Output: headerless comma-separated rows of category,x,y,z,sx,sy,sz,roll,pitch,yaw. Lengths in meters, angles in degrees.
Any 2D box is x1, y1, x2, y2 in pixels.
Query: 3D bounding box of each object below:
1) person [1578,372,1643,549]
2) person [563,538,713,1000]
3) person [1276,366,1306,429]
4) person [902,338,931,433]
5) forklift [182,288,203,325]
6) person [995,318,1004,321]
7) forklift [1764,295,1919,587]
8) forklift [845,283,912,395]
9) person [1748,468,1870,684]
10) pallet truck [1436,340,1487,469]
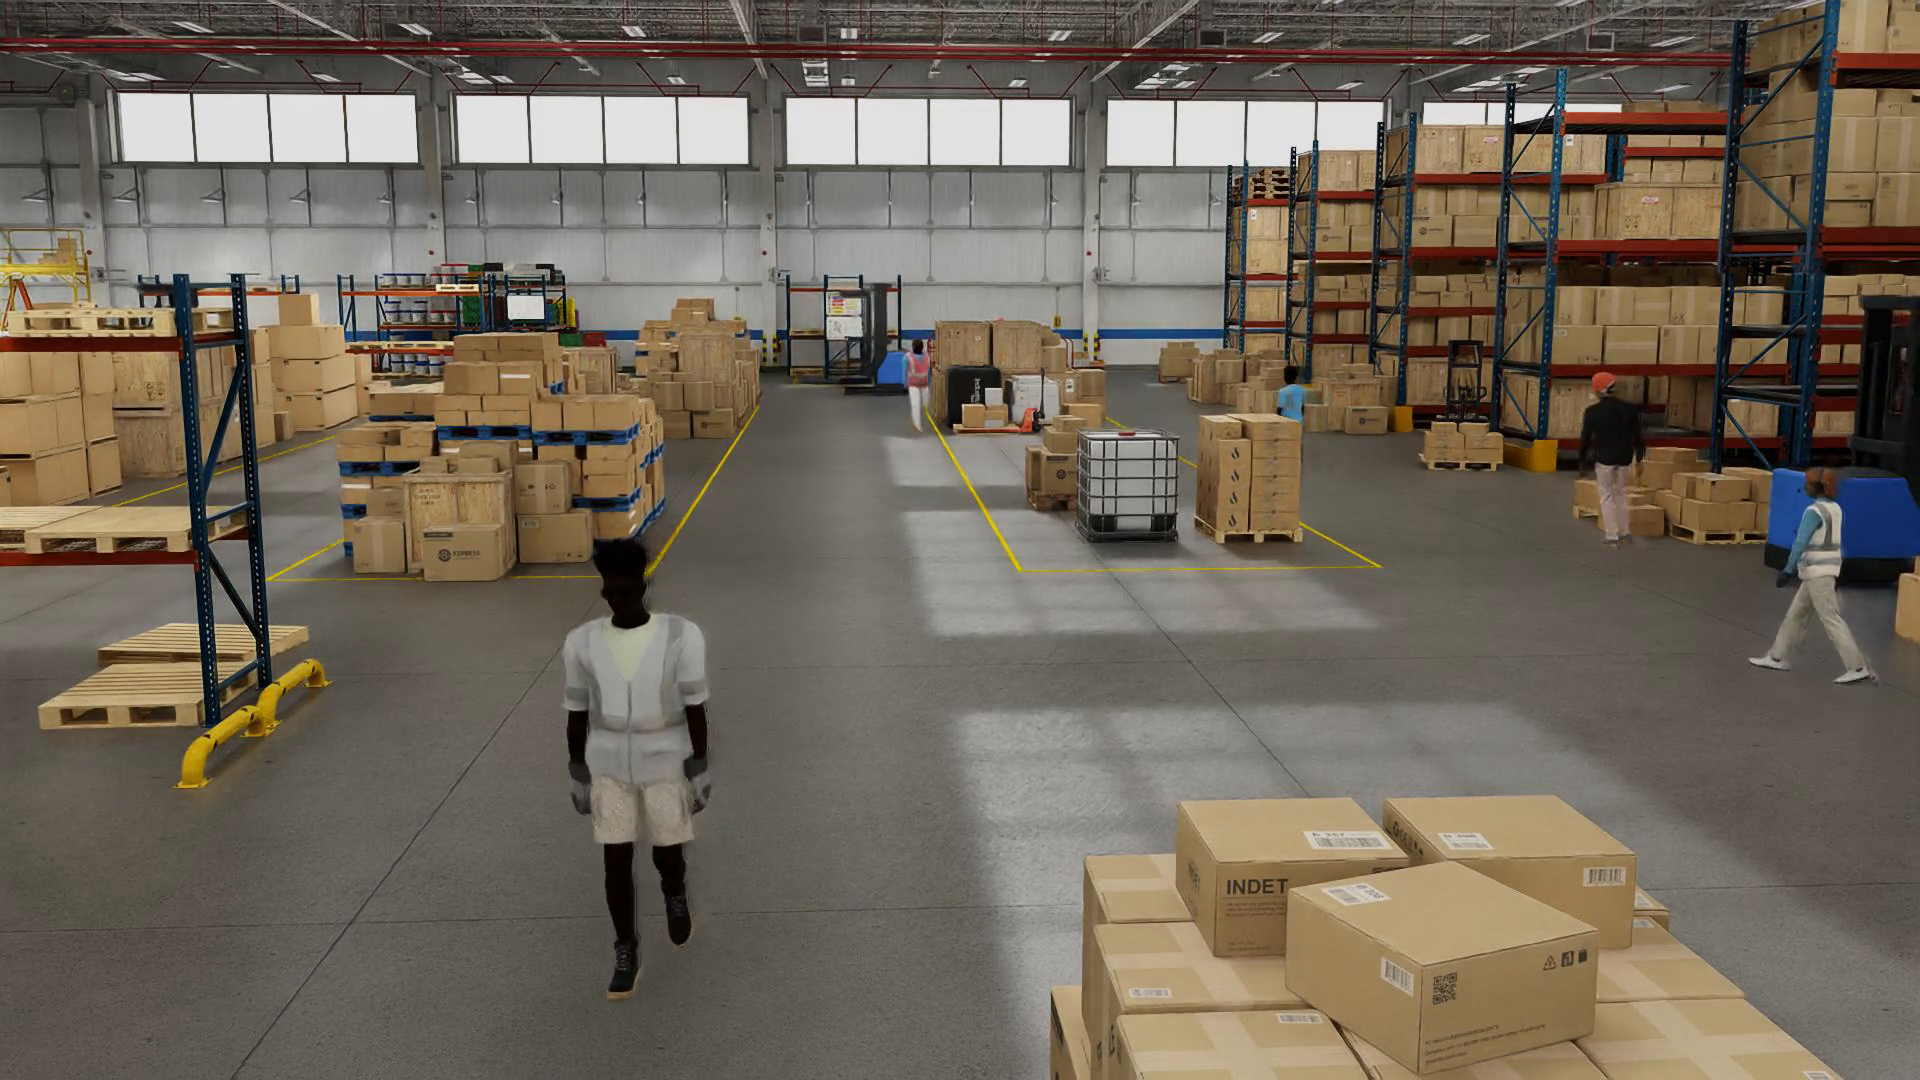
person,7.222,-0.887,18.502,0.636,1.947,0.596,-1,9,-6
person,-1.360,0.936,7.074,0.627,1.944,0.560,0,9,0
person,4.847,-1.758,24.793,0.552,1.677,0.565,-8,12,-40
person,-0.831,-2.982,32.060,0.630,1.828,0.516,-5,10,-28
forklift,-17.373,-4.403,37.680,1.873,2.768,1.129,-5,10,-30
person,0.975,-4.705,42.560,0.384,1.927,0.543,-4,10,-22
forklift,9.146,-1.006,16.345,1.873,2.768,1.129,-1,9,-4
forklift,-1.978,-5.091,41.999,1.873,2.768,1.129,-1,9,-4
person,6.436,0.258,12.440,0.877,1.595,0.526,8,12,41
pallet truck,8.004,-2.170,26.422,0.823,1.965,1.885,2,9,14
